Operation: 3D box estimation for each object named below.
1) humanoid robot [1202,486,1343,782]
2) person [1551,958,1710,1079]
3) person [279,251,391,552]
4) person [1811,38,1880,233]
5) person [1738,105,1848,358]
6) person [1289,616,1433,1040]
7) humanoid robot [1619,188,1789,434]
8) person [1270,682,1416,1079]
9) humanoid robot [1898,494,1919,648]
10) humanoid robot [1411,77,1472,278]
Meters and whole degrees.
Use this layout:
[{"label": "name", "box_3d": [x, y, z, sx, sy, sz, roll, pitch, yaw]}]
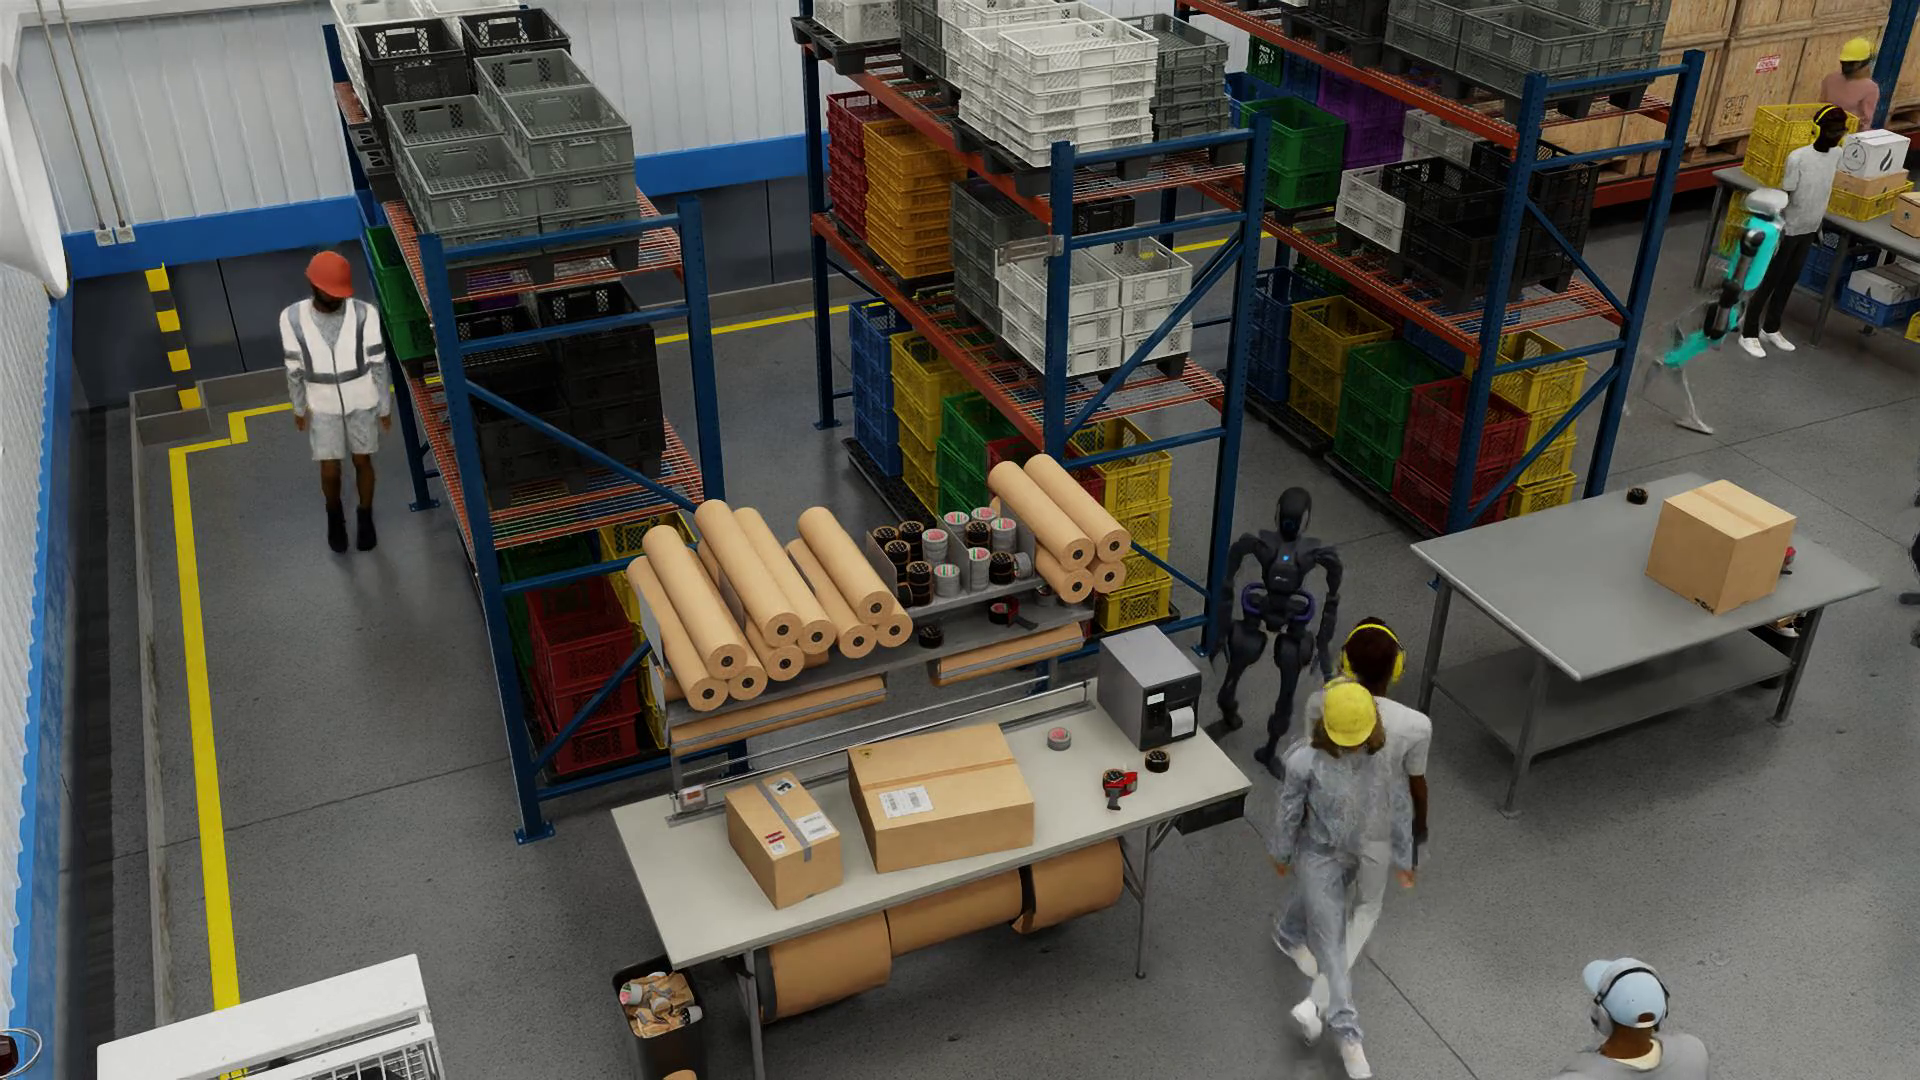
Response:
[{"label": "humanoid robot", "box_3d": [1.502, 0.412, 7.964, 0.607, 1.647, 0.466, 7, 32, 12]}, {"label": "person", "box_3d": [1.944, 2.006, 5.207, 0.587, 1.847, 0.396, -12, 34, -19]}, {"label": "person", "box_3d": [-3.586, -0.783, 9.682, 0.564, 1.903, 0.471, -11, 33, -17]}, {"label": "person", "box_3d": [7.403, -3.371, 14.059, 0.929, 1.713, 0.534, -21, 37, -30]}, {"label": "person", "box_3d": [6.088, -2.237, 12.082, 0.531, 1.865, 0.309, -13, 34, -20]}, {"label": "person", "box_3d": [1.573, 1.153, 6.602, 0.544, 1.836, 0.835, 18, 36, 27]}, {"label": "humanoid robot", "box_3d": [4.870, -1.506, 11.095, 0.844, 1.855, 0.547, 23, 39, 33]}, {"label": "person", "box_3d": [1.521, 1.267, 6.552, 0.496, 1.687, 0.889, -12, 34, -18]}, {"label": "humanoid robot", "box_3d": [5.421, -0.203, 8.963, 0.417, 1.647, 0.584, 1, 32, 2]}, {"label": "humanoid robot", "box_3d": [3.841, -2.942, 13.390, 0.599, 1.657, 0.315, -13, 34, -20]}]
